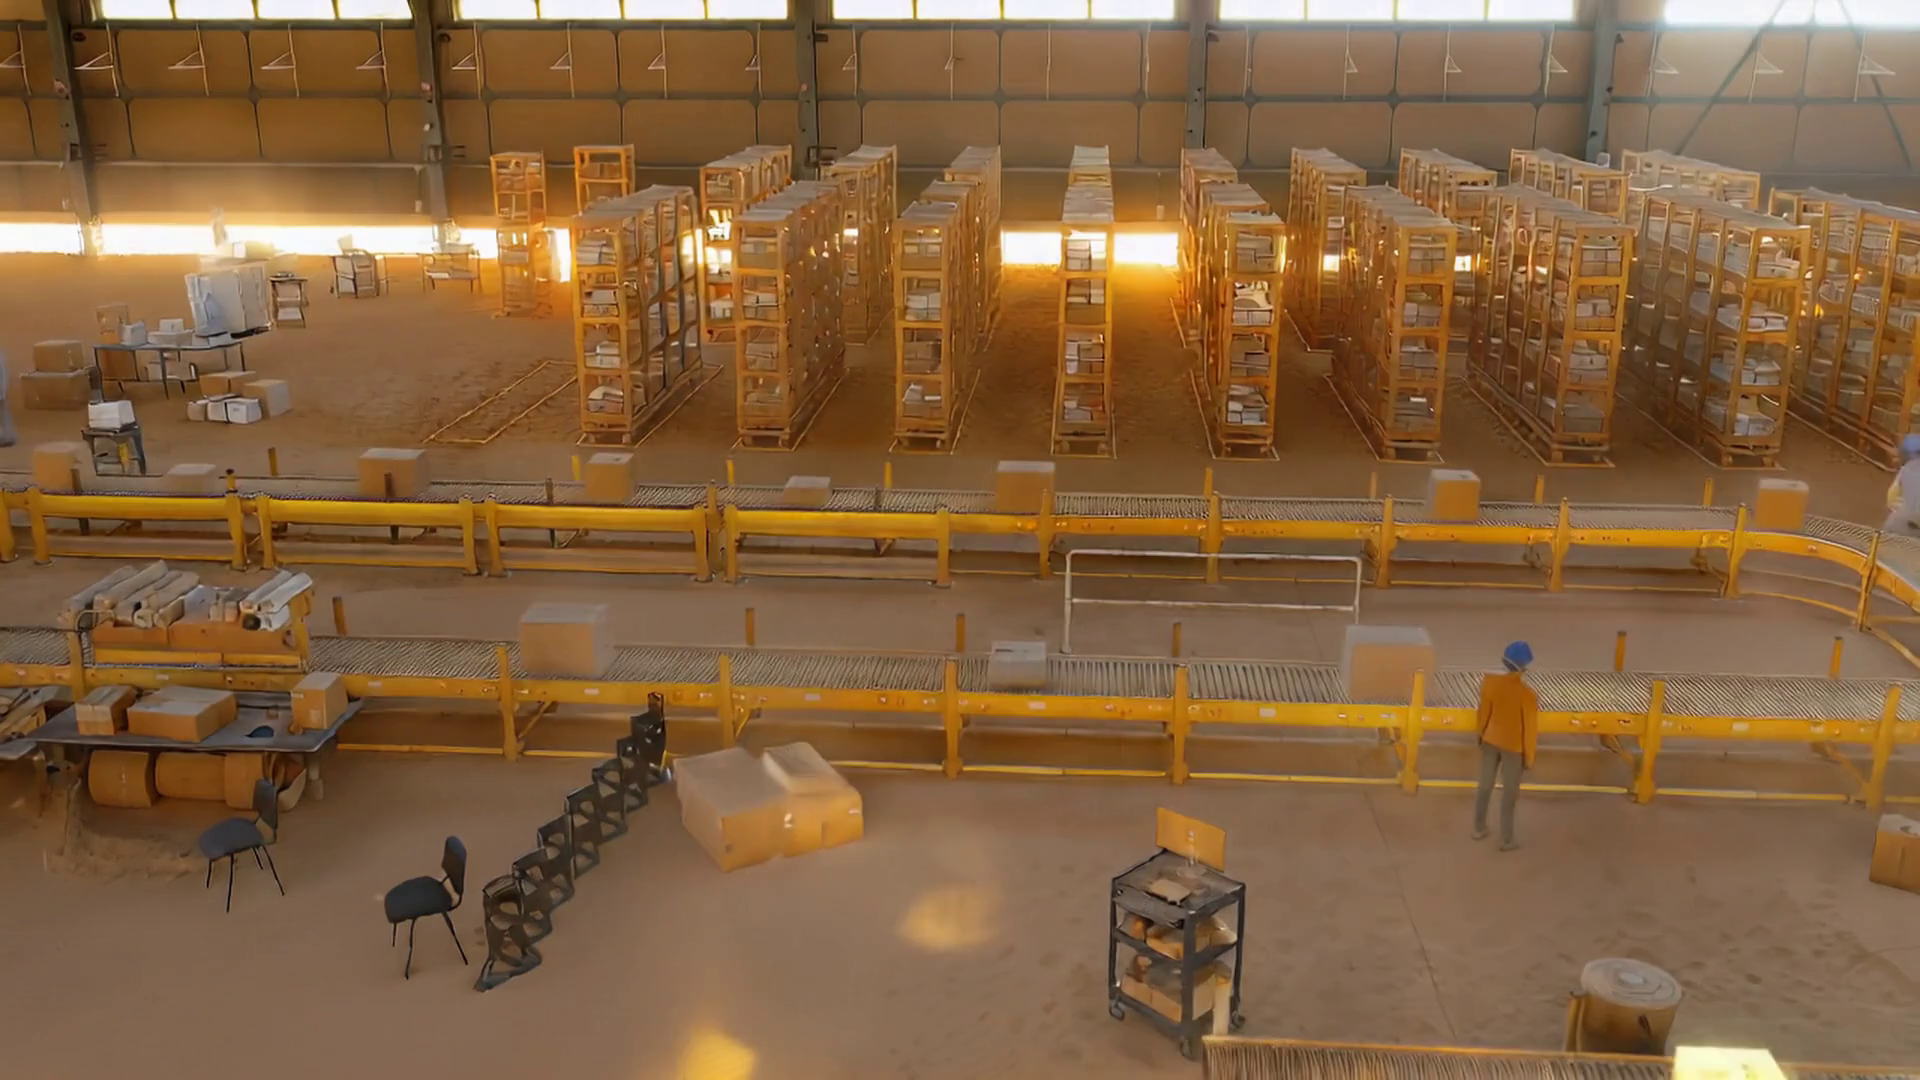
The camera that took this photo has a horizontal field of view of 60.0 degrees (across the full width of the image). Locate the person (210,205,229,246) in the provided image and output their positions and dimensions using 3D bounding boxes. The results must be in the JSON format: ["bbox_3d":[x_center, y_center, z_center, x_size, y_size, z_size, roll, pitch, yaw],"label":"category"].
[{"bbox_3d":[-19.270,-7.769,43.222,0.517,1.827,0.632,-7,19,-20],"label":"person"}]

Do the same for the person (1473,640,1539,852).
[{"bbox_3d":[4.428,1.647,13.445,0.324,1.767,0.533,-13,22,-36],"label":"person"}]

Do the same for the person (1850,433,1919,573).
[{"bbox_3d":[11.316,-0.402,19.918,0.919,1.789,0.595,15,23,40],"label":"person"}]

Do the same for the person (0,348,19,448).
[{"bbox_3d":[-15.120,-2.427,25.999,0.622,1.990,0.402,12,21,33],"label":"person"}]
